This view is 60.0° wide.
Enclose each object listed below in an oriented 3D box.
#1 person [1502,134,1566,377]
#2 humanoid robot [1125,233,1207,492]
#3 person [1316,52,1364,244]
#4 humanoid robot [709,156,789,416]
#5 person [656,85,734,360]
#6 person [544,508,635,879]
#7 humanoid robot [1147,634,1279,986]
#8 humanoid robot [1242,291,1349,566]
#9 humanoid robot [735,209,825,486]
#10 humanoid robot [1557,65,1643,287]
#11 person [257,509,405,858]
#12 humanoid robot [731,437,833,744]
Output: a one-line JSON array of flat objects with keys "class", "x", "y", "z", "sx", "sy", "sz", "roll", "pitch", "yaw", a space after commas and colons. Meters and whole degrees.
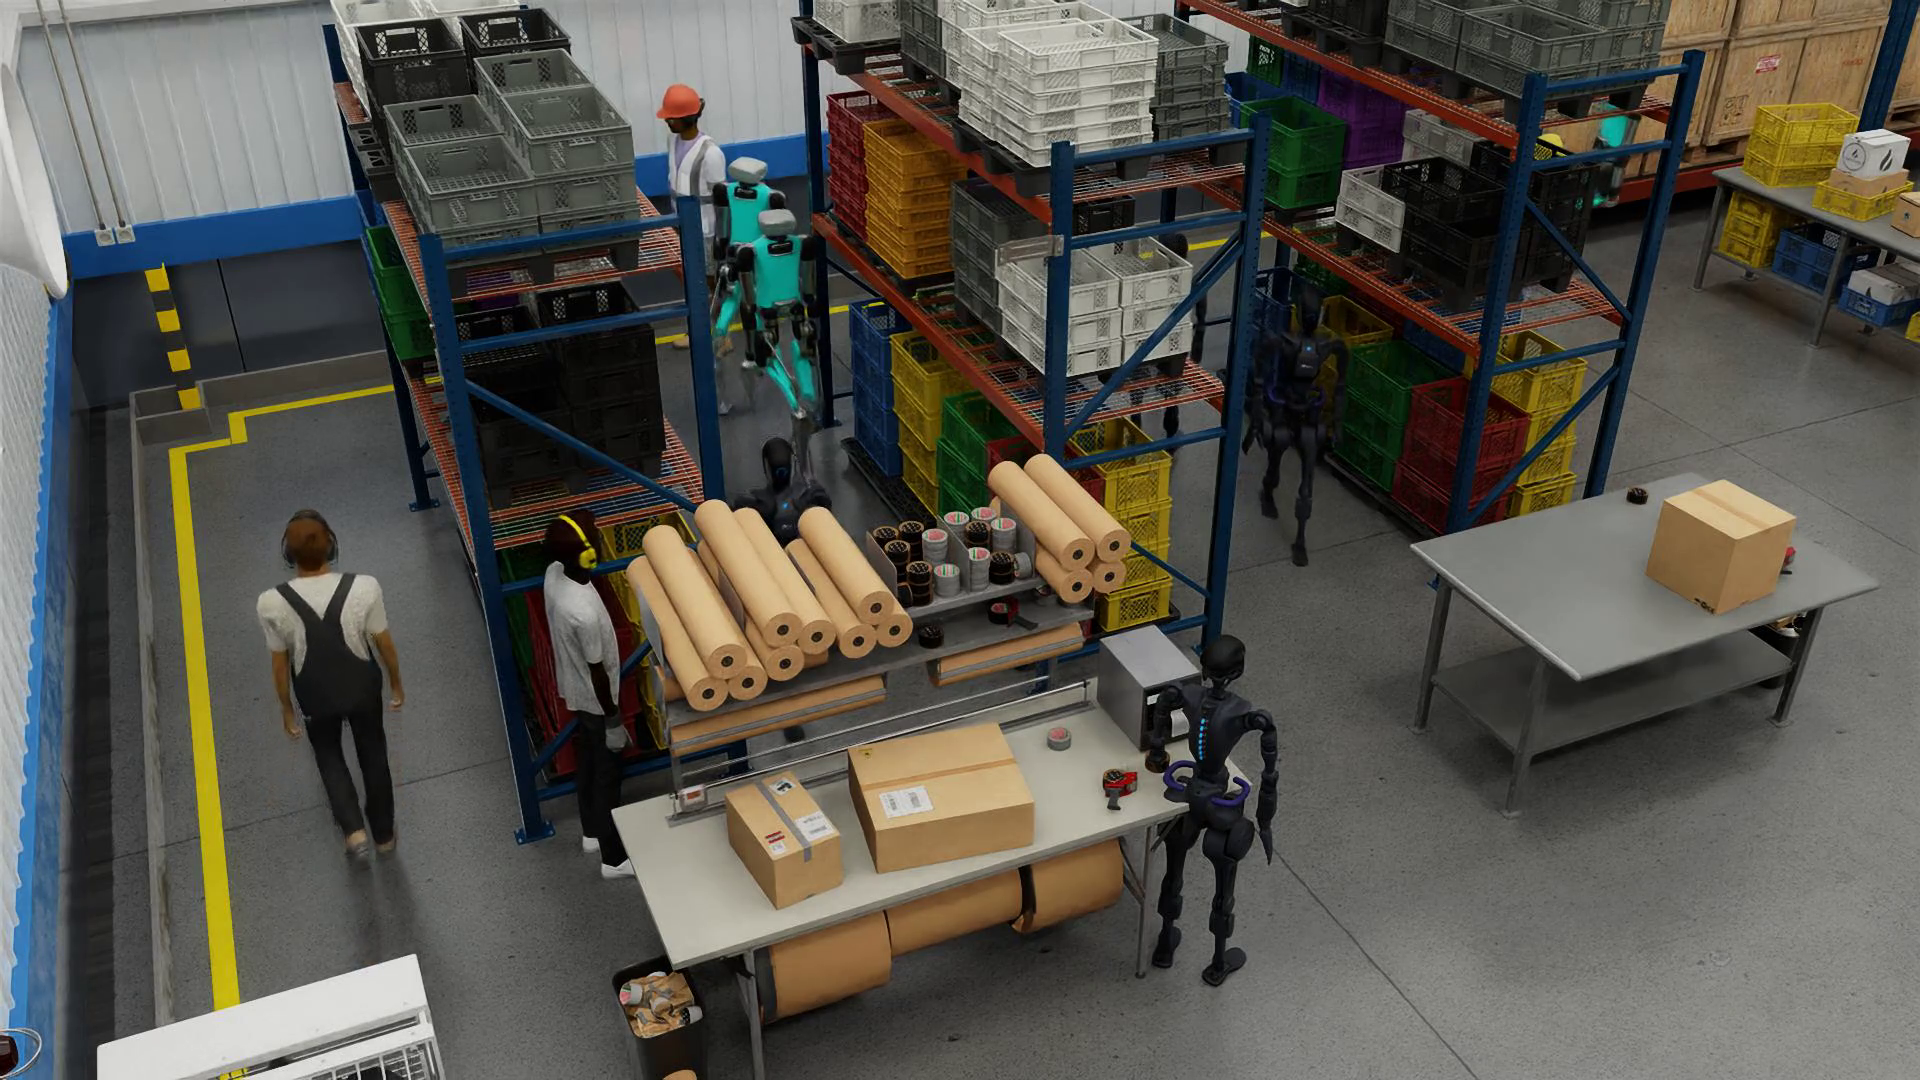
[{"class": "person", "x": 4.025, "y": -2.020, "z": 11.822, "sx": 0.308, "sy": 1.768, "sz": 0.532, "roll": 0, "pitch": 32, "yaw": 0}, {"class": "humanoid robot", "x": 1.241, "y": -1.159, "z": 10.534, "sx": 0.608, "sy": 1.624, "sz": 0.743, "roll": 10, "pitch": 33, "yaw": 16}, {"class": "person", "x": 3.123, "y": -3.227, "z": 13.710, "sx": 0.633, "sy": 1.842, "sz": 0.429, "roll": -18, "pitch": 36, "yaw": -27}, {"class": "humanoid robot", "x": -1.505, "y": -1.577, "z": 11.253, "sx": 0.541, "sy": 1.882, "sz": 0.807, "roll": 11, "pitch": 33, "yaw": 18}, {"class": "person", "x": -1.902, "y": -2.264, "z": 11.962, "sx": 0.391, "sy": 2.039, "sz": 0.607, "roll": -25, "pitch": 40, "yaw": -35}, {"class": "person", "x": -1.592, "y": 0.684, "z": 7.326, "sx": 0.319, "sy": 1.876, "sz": 0.527, "roll": -17, "pitch": 36, "yaw": -26}, {"class": "humanoid robot", "x": 1.007, "y": 1.097, "z": 6.831, "sx": 0.599, "sy": 1.657, "sz": 0.315, "roll": 18, "pitch": 36, "yaw": 26}, {"class": "humanoid robot", "x": 1.989, "y": -0.724, "z": 9.854, "sx": 0.600, "sy": 1.629, "sz": 0.790, "roll": 1, "pitch": 32, "yaw": 2}, {"class": "humanoid robot", "x": -1.008, "y": -1.122, "z": 10.422, "sx": 0.530, "sy": 1.775, "sz": 1.002, "roll": -15, "pitch": 35, "yaw": -23}, {"class": "humanoid robot", "x": 4.956, "y": -2.847, "z": 13.211, "sx": 0.639, "sy": 1.810, "sz": 0.530, "roll": -2, "pitch": 32, "yaw": -2}, {"class": "person", "x": -2.750, "y": 0.665, "z": 7.399, "sx": 0.530, "sy": 1.827, "sz": 0.419, "roll": -11, "pitch": 33, "yaw": -18}, {"class": "humanoid robot", "x": -0.909, "y": 0.185, "z": 8.341, "sx": 0.589, "sy": 1.631, "sz": 0.633, "roll": -12, "pitch": 34, "yaw": -19}]
